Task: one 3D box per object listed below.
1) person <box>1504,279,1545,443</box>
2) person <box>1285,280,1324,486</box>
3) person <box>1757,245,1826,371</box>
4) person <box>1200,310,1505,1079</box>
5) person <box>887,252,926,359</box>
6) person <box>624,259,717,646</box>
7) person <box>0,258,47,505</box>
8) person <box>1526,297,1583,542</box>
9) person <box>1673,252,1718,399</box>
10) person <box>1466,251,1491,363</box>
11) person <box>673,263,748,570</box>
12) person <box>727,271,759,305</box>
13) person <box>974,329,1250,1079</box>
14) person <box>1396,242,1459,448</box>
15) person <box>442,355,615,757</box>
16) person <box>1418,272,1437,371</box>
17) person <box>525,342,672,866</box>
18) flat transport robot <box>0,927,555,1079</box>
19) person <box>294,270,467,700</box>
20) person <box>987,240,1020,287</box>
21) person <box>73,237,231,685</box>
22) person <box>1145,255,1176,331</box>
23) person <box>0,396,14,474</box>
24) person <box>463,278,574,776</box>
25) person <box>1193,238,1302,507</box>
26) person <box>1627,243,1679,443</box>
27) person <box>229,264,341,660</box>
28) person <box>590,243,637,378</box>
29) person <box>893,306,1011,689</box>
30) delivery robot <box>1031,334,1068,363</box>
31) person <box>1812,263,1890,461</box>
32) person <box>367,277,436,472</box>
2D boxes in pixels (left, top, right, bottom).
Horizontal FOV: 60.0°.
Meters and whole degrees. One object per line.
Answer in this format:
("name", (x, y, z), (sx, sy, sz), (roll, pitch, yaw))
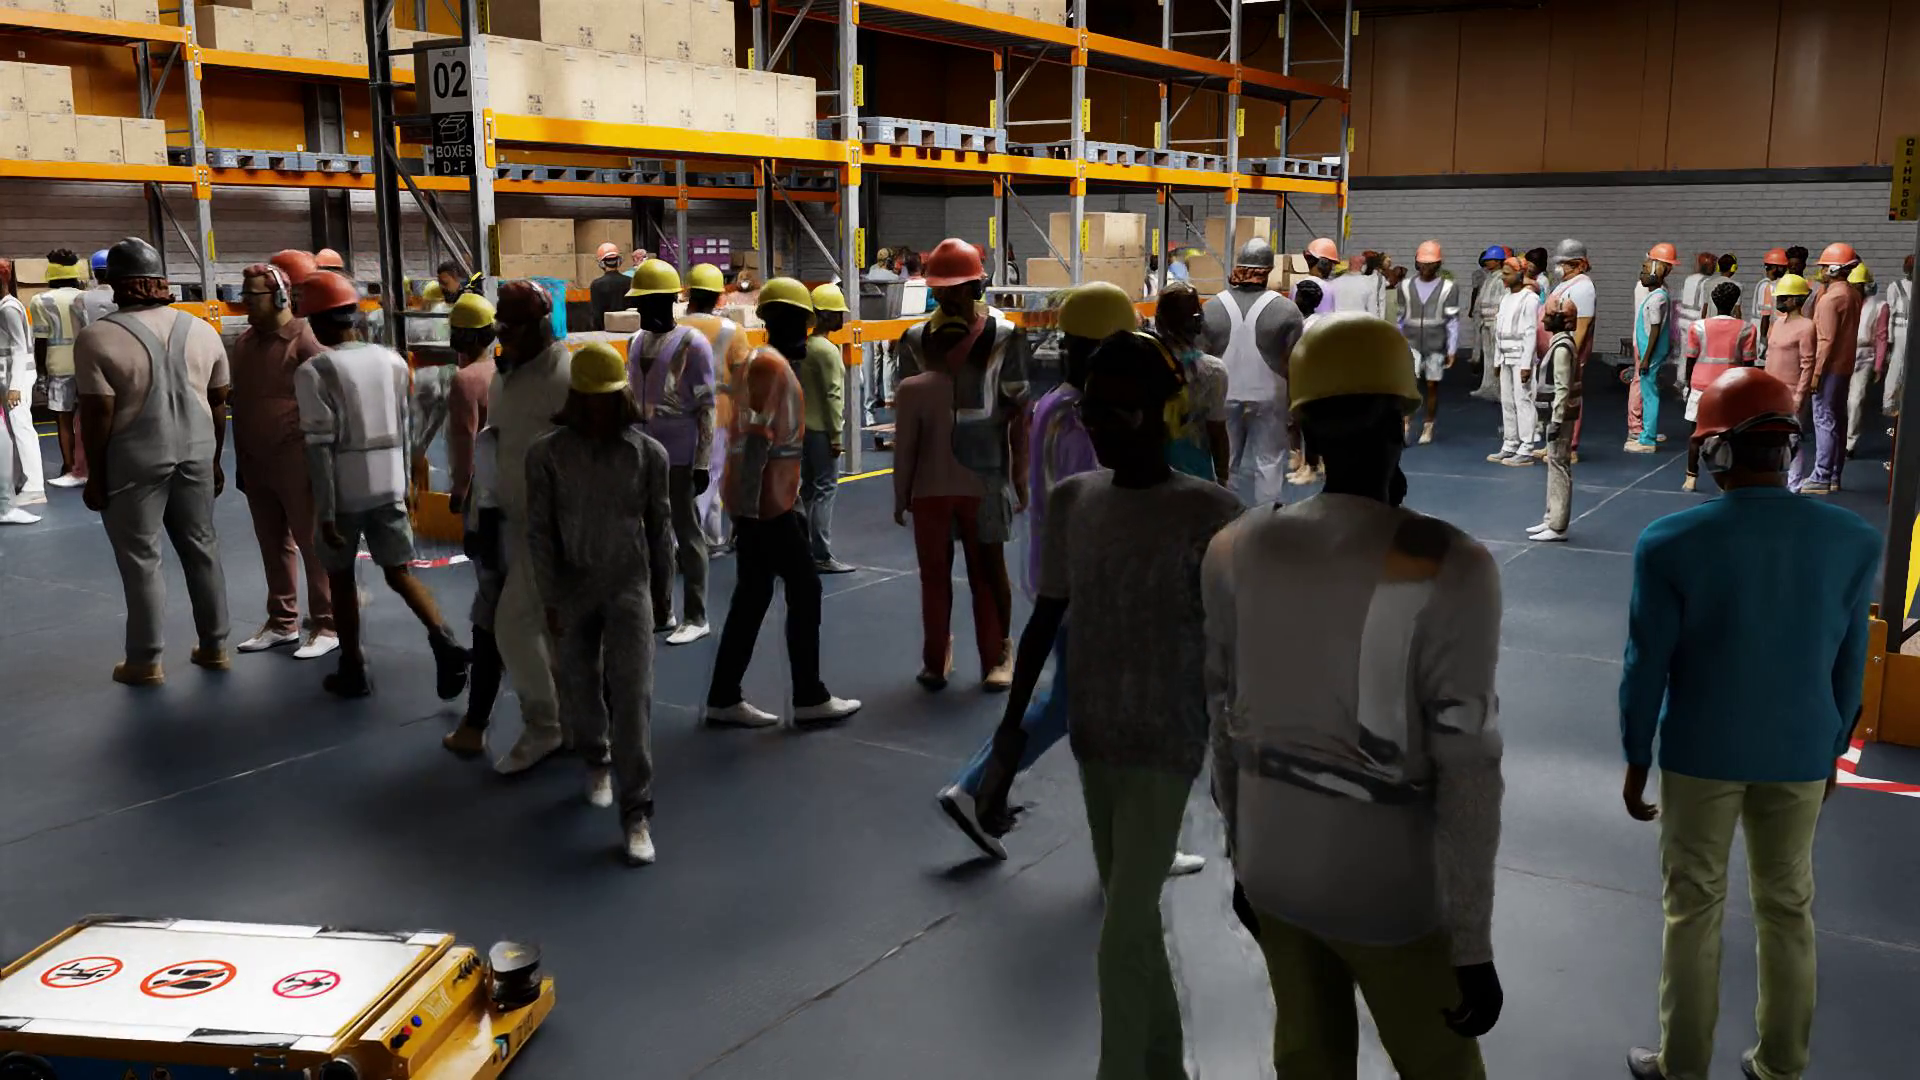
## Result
("person", (5.699, -1.796, 16.726), (0.526, 1.633, 0.315), (7, 12, 34))
("person", (2.868, -1.296, 13.763), (0.321, 1.697, 0.529), (2, 10, 10))
("person", (8.580, -2.051, 17.200), (0.603, 1.966, 0.368), (7, 12, 33))
("person", (0.674, 0.569, 2.849), (0.426, 1.902, 0.630), (-8, 13, -38))
("person", (-0.454, -2.109, 17.736), (0.685, 1.901, 0.403), (3, 11, 15))
("person", (-1.484, -0.437, 8.363), (0.595, 1.925, 0.371), (8, 13, 37))
("person", (-7.268, -1.206, 12.745), (0.337, 1.882, 0.583), (-7, 12, -34))
("person", (4.020, -0.807, 11.209), (0.314, 1.642, 0.514), (3, 11, 19))
("person", (9.329, -2.705, 21.079), (0.423, 1.871, 0.612), (-2, 10, -13))
("person", (8.607, -3.824, 27.364), (0.507, 1.846, 0.345), (-3, 11, -17))
("person", (-1.621, -0.765, 10.316), (0.599, 1.890, 0.926), (3, 11, 15))
("person", (-2.805, -2.717, 21.840), (0.535, 1.612, 0.587), (-1, 10, -3))
("person", (0.281, 0.495, 3.449), (0.519, 1.835, 0.849), (10, 14, 43))
("person", (4.505, -1.881, 16.162), (0.621, 1.988, 1.052), (5, 11, 26))
("person", (-1.643, 0.056, 6.445), (0.811, 1.649, 0.545), (7, 12, 33))
("person", (7.155, -3.520, 25.705), (0.430, 1.839, 0.619), (2, 10, 12))
("person", (-1.213, 0.170, 5.657), (0.472, 1.696, 0.878), (-2, 10, -10))
("flat transport robot", (-1.801, 1.165, 4.081), (1.431, 0.197, 0.652), (1, 10, 7))
("person", (-2.522, -0.201, 7.160), (0.842, 1.900, 0.582), (8, 13, 37))
("person", (0.585, -3.307, 23.957), (0.538, 2.000, 0.683), (2, 10, 11))
("person", (-3.741, -0.367, 7.663), (0.535, 2.000, 0.687), (7, 12, 35))
("person", (2.881, -3.286, 24.386), (0.429, 1.846, 0.626), (8, 13, 39))
("person", (-7.771, -1.312, 13.041), (0.391, 1.989, 0.610), (9, 13, 40))
("person", (-1.646, -0.041, 6.318), (0.630, 1.876, 0.703), (-7, 12, -34))
("person", (1.865, -0.907, 10.659), (0.690, 2.000, 0.538), (4, 11, 22))
("person", (6.928, -1.959, 16.636), (0.388, 1.987, 0.608), (9, 13, 40))
("person", (-3.296, -0.372, 8.065), (0.651, 1.906, 0.403), (5, 11, 26))
("person", (-3.682, -2.153, 17.714), (0.391, 1.986, 0.608), (9, 14, 42))
("person", (-0.038, -0.197, 7.520), (0.537, 1.758, 0.336), (-2, 10, -12))
("delivery robot", (1.473, -2.964, 25.910), (0.707, 0.478, 0.477), (2, 10, 11))
("person", (8.124, -1.610, 15.197), (0.597, 1.814, 0.570), (8, 13, 36))
("person", (-4.870, -1.438, 14.442), (0.494, 1.740, 0.332), (2, 10, 9))
